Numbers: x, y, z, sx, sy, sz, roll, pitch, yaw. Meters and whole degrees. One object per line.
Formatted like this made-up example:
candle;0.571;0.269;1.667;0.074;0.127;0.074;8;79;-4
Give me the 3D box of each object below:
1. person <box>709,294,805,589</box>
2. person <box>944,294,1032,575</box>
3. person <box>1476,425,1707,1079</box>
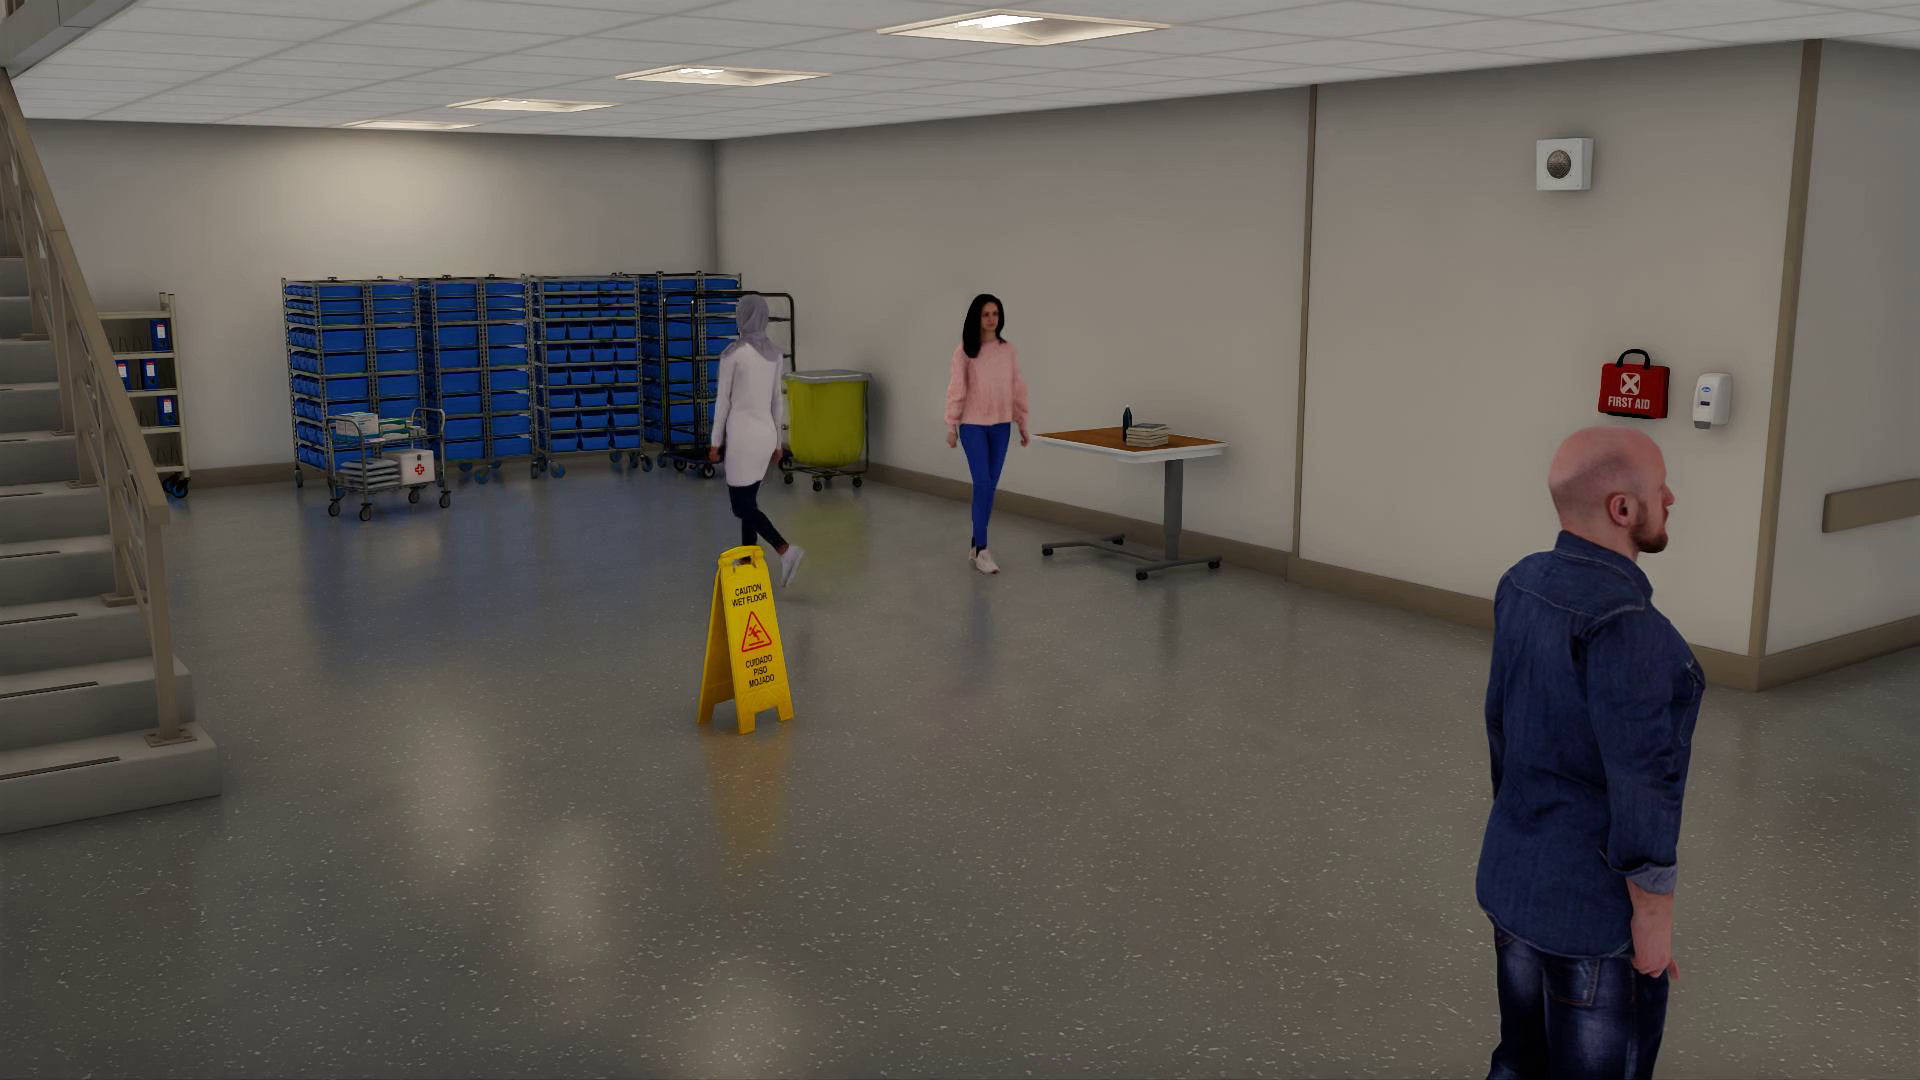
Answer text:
person;-1.203;-0.553;9.878;1.086;1.756;0.800;9;14;40
person;0.123;-0.683;10.598;0.730;1.743;0.870;-6;12;-27
person;1.173;0.690;3.140;0.858;1.825;0.704;-2;11;-9
